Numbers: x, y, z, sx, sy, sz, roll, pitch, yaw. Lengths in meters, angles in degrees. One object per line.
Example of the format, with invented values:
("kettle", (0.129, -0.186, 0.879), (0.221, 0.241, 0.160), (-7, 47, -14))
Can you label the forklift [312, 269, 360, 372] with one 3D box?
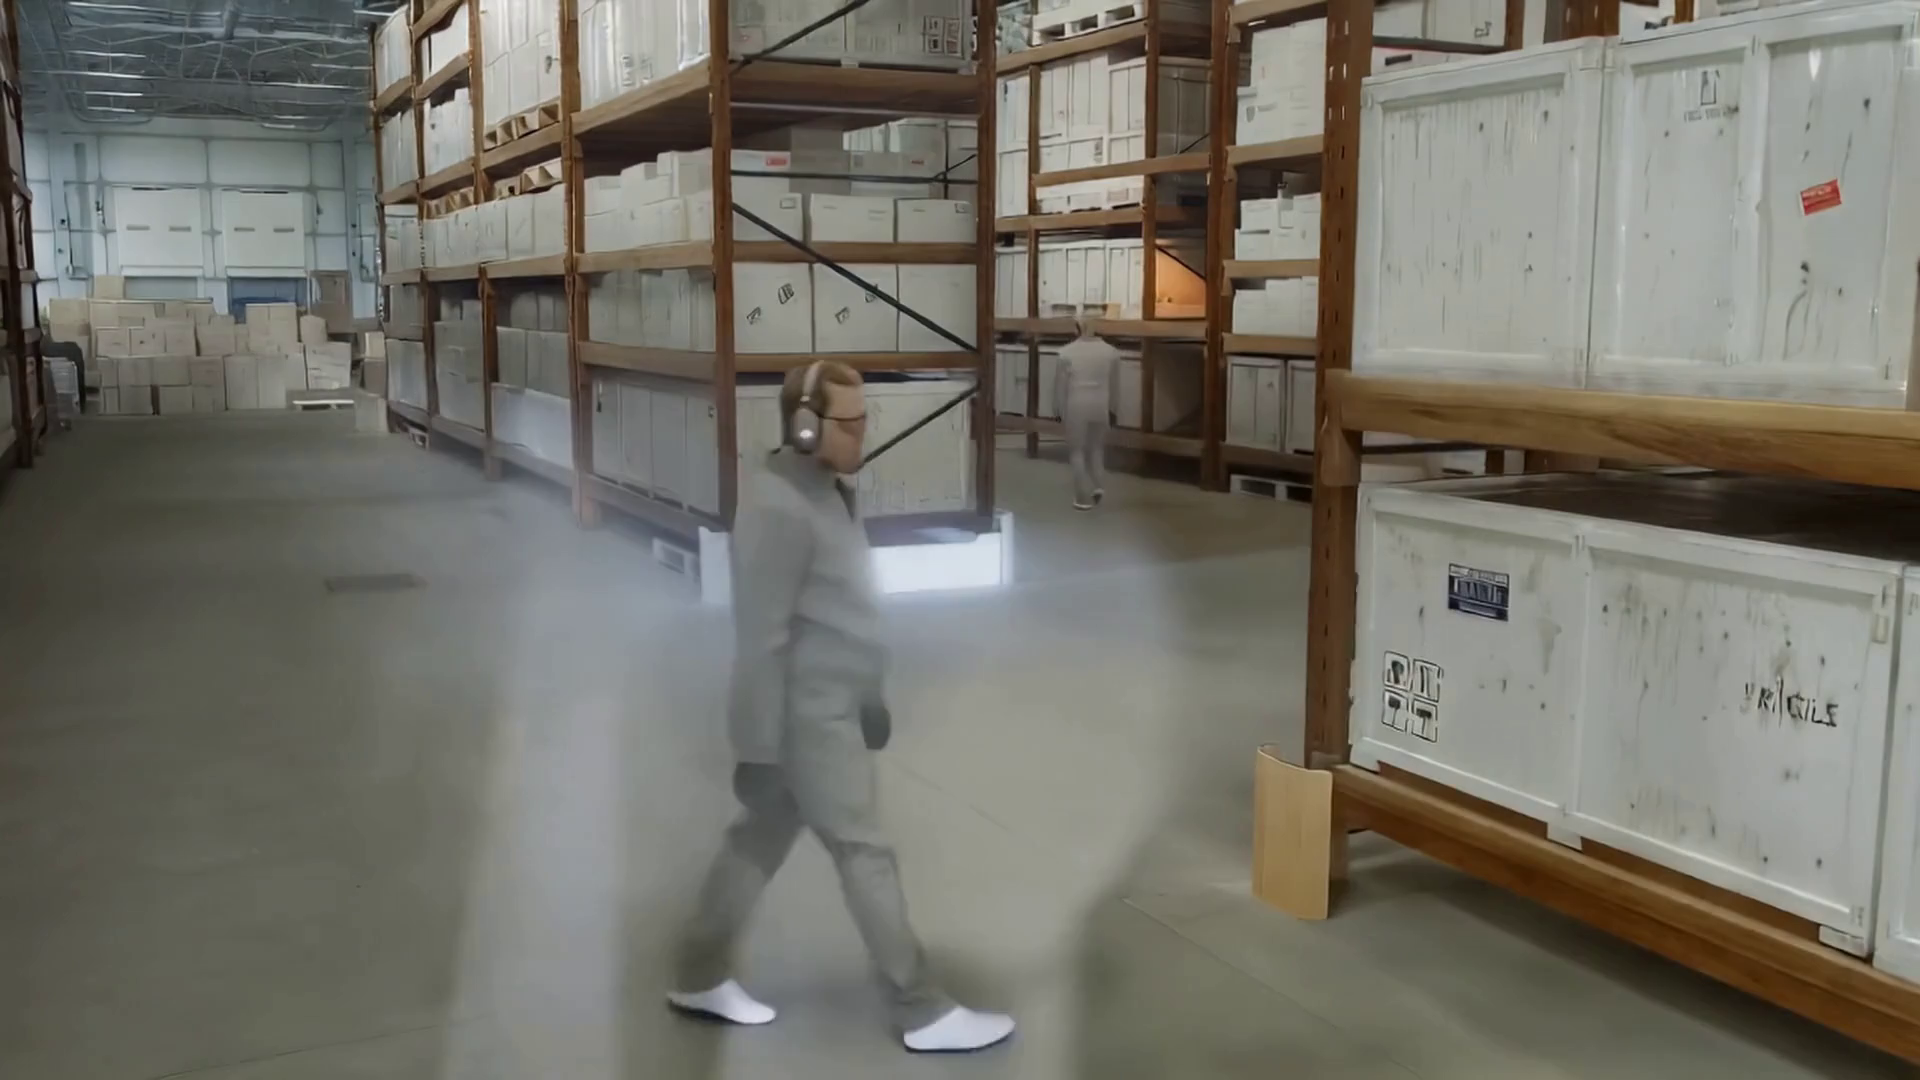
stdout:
("forklift", (-17.110, -5.997, 45.439), (1.129, 2.768, 1.873), (-4, 9, -26))

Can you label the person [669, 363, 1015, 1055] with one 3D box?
("person", (-0.373, 0.454, 4.475), (0.991, 1.853, 0.666), (1, 8, 6))

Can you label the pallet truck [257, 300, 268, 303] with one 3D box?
("pallet truck", (-23.913, -7.404, 58.171), (1.885, 1.965, 0.823), (-1, 8, -9))

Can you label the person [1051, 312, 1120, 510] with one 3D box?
("person", (1.186, -1.230, 15.951), (0.670, 1.889, 0.445), (-3, 9, -18))

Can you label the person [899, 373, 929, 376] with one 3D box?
("person", (-0.532, -1.087, 15.662), (0.537, 1.692, 0.319), (2, 9, 15))

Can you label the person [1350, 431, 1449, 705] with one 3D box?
("person", (2.195, -0.191, 8.452), (0.633, 1.983, 1.058), (6, 10, 34))
